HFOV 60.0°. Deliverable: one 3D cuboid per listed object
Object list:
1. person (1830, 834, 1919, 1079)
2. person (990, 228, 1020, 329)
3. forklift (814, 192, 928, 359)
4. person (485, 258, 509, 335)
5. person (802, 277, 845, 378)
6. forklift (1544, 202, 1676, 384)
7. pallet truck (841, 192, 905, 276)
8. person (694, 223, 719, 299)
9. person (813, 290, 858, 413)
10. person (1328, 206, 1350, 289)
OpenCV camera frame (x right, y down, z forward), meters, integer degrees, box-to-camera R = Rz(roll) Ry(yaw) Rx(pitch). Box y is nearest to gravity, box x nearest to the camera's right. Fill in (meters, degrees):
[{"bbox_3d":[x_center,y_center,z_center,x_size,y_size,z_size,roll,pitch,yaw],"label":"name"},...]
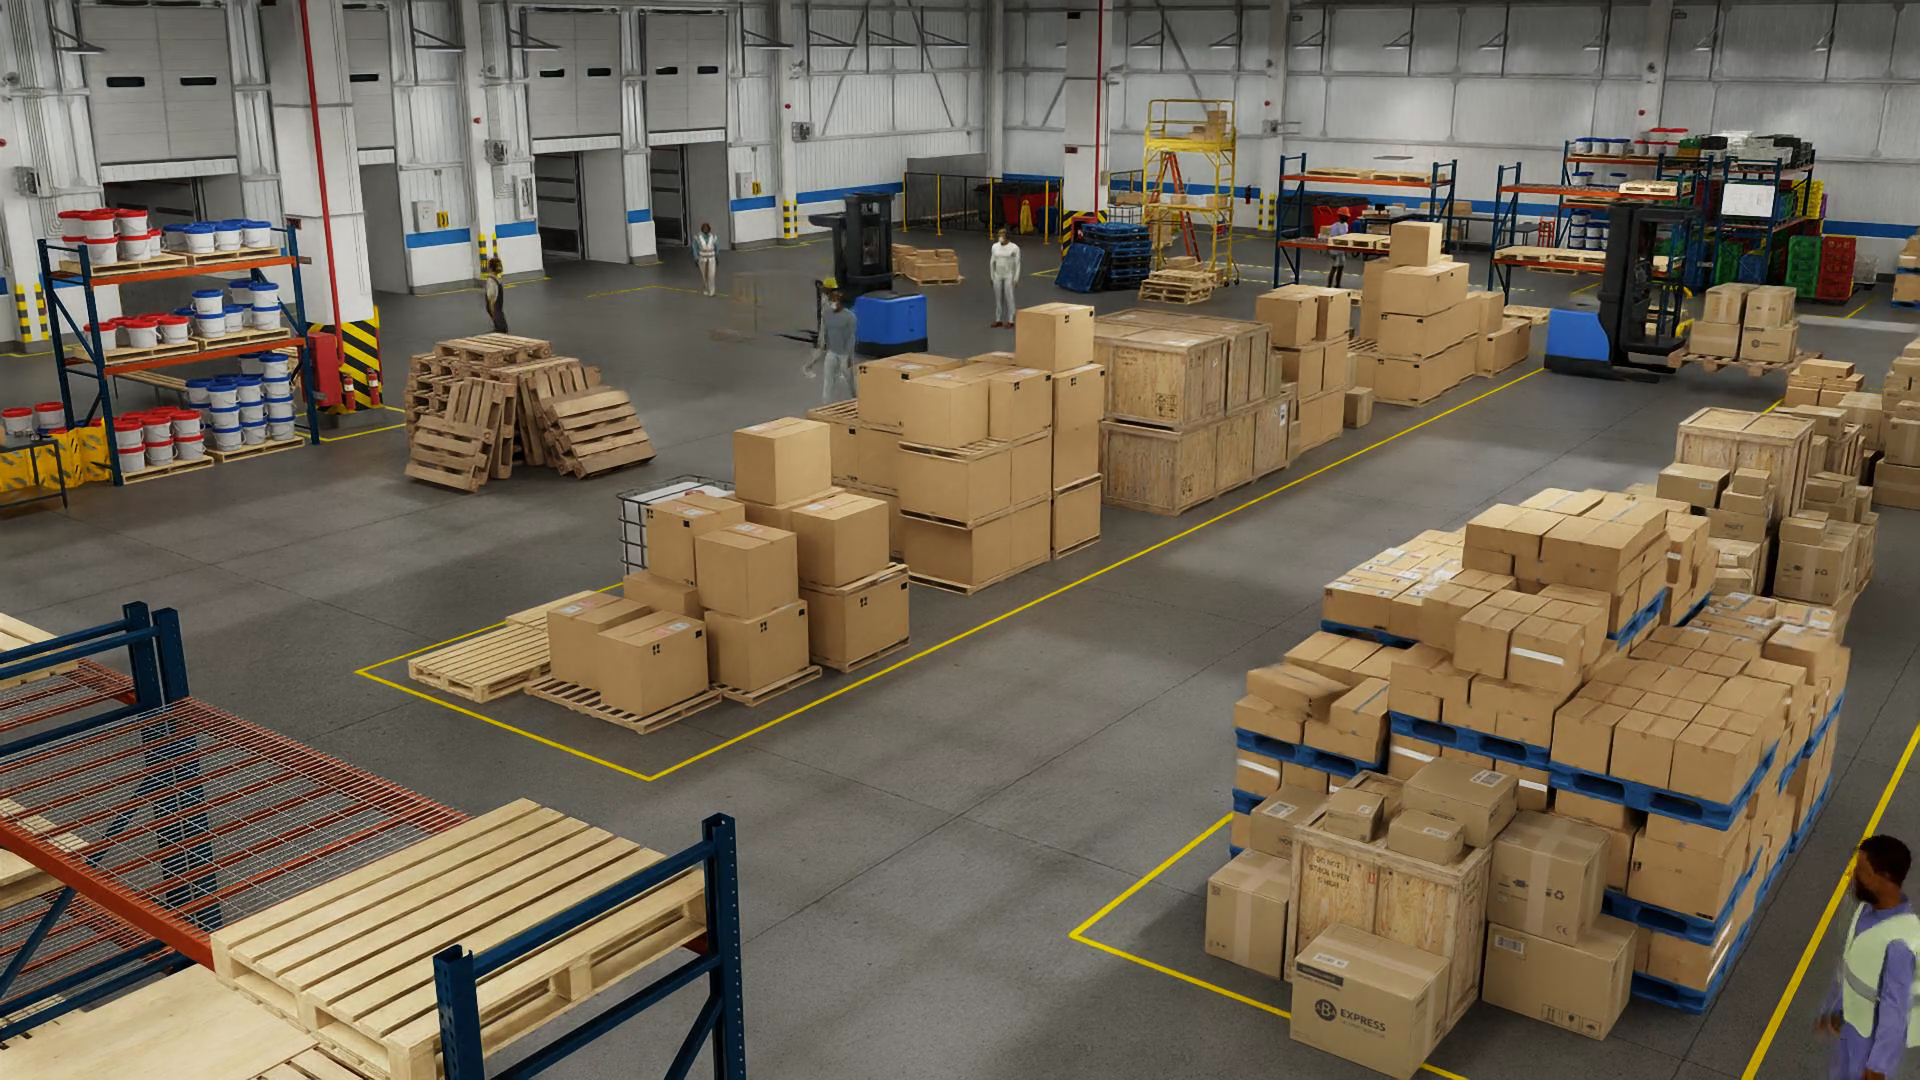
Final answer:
[{"bbox_3d":[4.327,2.306,7.838,0.495,1.892,0.671,5,17,15],"label":"person"},{"bbox_3d":[0.865,-5.055,32.117,0.633,1.938,0.356,10,20,31],"label":"person"},{"bbox_3d":[-1.567,-4.713,29.381,1.873,2.768,1.129,15,22,40],"label":"forklift"},{"bbox_3d":[-8.001,-3.935,28.587,0.472,1.832,0.530,-2,17,-7],"label":"person"},{"bbox_3d":[-2.194,-3.490,27.323,0.822,1.700,0.495,3,17,11],"label":"person"},{"bbox_3d":[10.854,-4.134,27.462,1.873,2.768,1.129,12,21,35],"label":"forklift"},{"bbox_3d":[-1.936,-7.159,38.982,1.885,1.965,0.823,-12,21,-34],"label":"pallet truck"},{"bbox_3d":[-5.500,-6.070,36.061,0.532,1.596,0.861,-3,17,-11],"label":"person"},{"bbox_3d":[-1.801,-2.715,24.448,0.652,1.883,1.011,11,20,32],"label":"person"},{"bbox_3d":[8.285,-6.296,36.254,0.549,1.928,0.393,-15,22,-41],"label":"person"}]
